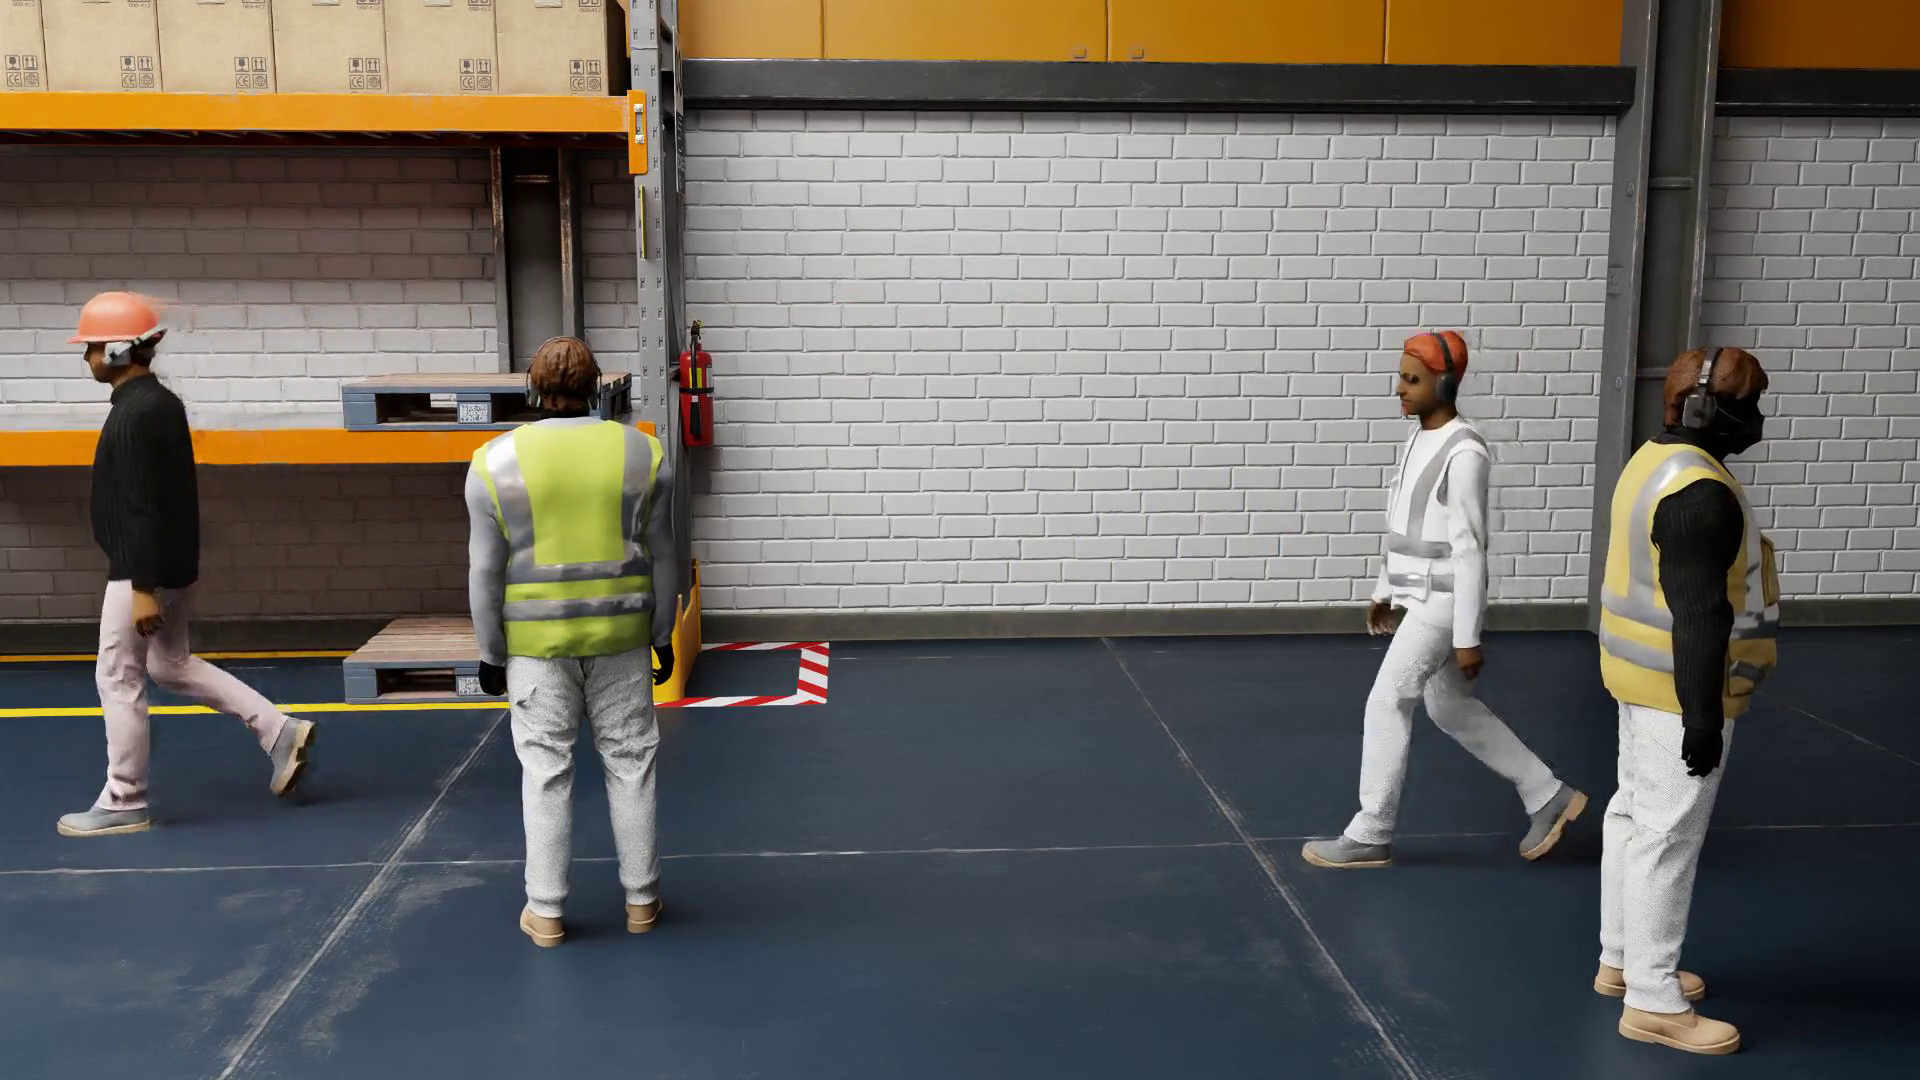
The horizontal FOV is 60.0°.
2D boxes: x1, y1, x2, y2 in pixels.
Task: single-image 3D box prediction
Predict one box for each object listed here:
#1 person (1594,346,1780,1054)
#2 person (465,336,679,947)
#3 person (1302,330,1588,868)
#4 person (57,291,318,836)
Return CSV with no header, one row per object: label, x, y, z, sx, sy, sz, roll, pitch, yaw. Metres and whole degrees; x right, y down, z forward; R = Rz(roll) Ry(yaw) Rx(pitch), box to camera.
person,1.929,0.408,4.429,0.429,1.840,0.629,2,9,11
person,-1.163,0.308,5.047,0.619,1.845,0.430,-3,10,-19
person,1.671,0.221,5.579,0.899,1.854,0.583,1,9,6
person,-2.863,0.088,6.050,0.812,1.972,0.626,-2,9,-13
